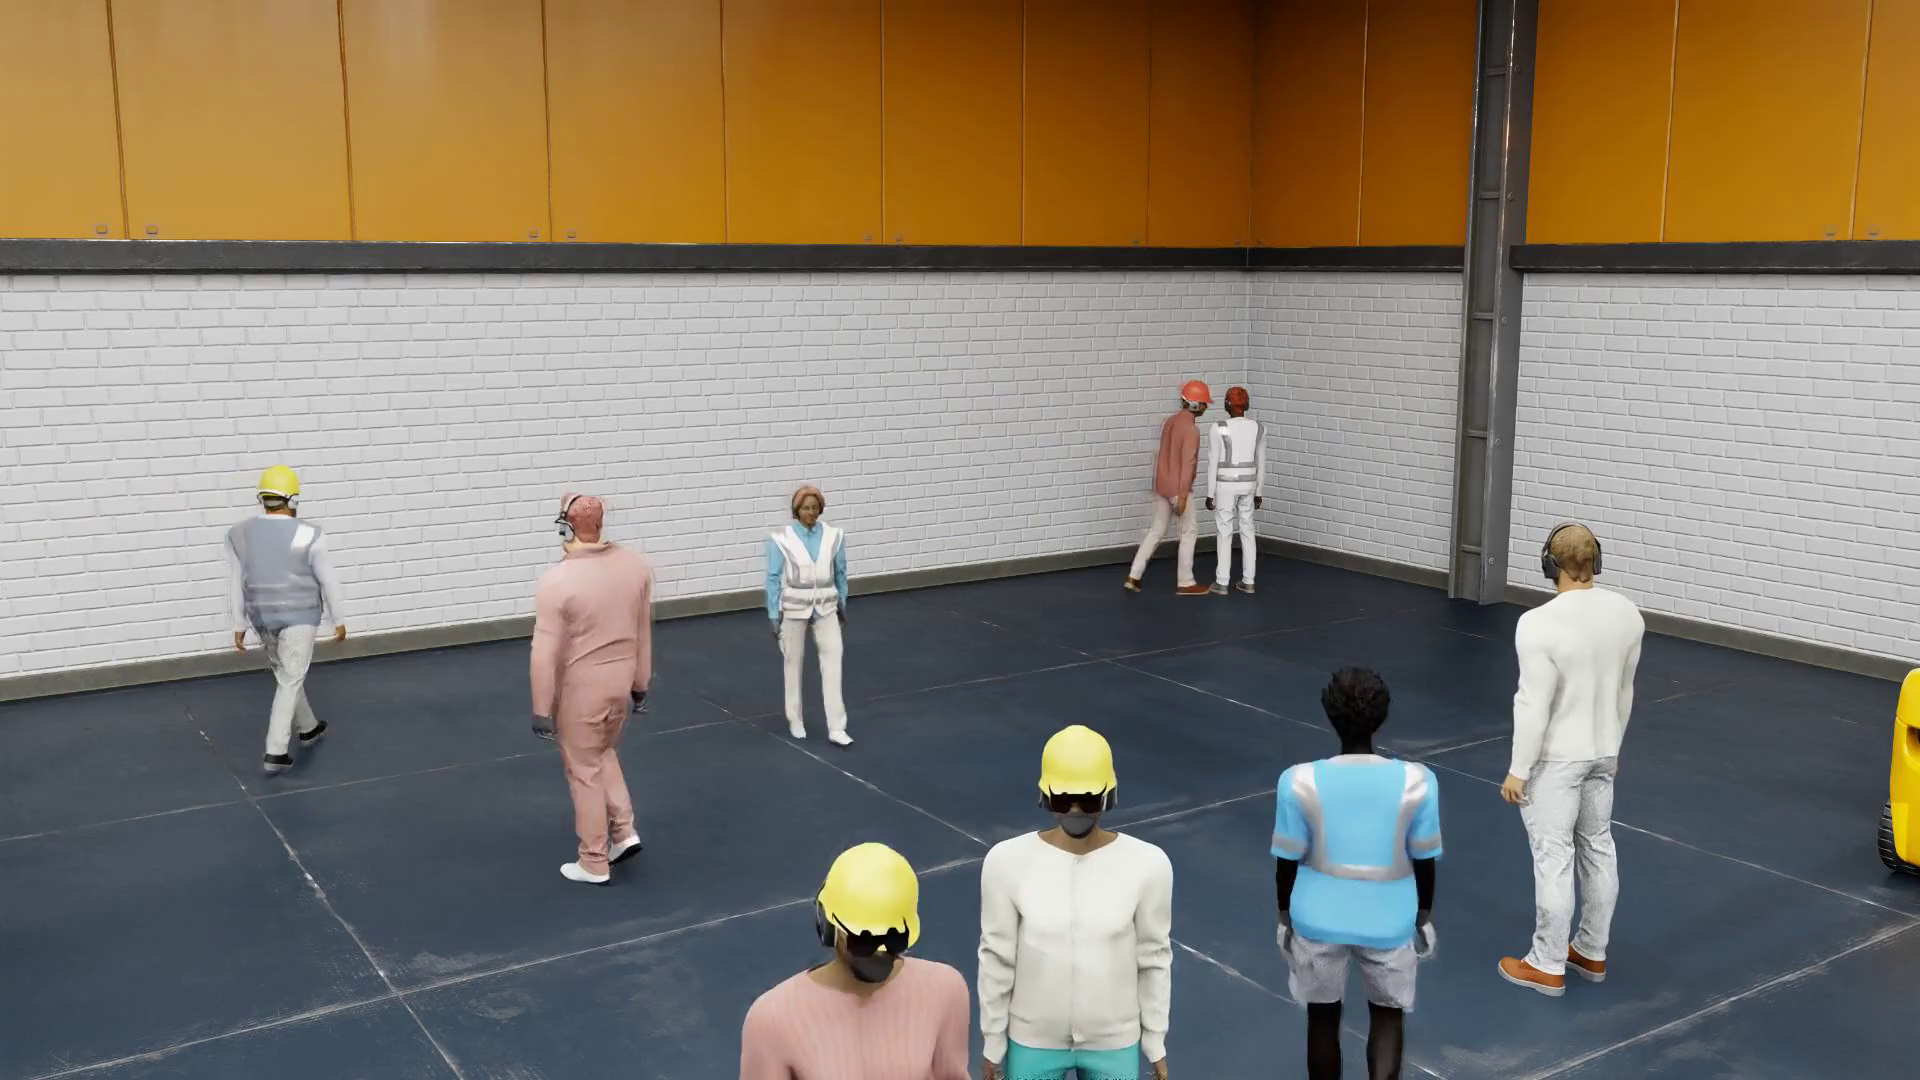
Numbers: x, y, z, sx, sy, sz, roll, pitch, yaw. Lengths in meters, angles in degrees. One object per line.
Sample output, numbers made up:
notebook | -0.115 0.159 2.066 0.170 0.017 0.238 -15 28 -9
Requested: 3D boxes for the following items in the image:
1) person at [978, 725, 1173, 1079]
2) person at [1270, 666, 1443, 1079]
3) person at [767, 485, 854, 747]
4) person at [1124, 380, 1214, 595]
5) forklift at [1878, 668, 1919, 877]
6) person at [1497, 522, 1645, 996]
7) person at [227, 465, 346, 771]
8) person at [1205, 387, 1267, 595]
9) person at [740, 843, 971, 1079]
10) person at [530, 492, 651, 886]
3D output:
person | 0.312 1.352 4.486 0.527 1.768 0.331 0 9 0
person | 1.268 1.244 5.360 0.547 1.683 0.512 1 10 9
person | -0.902 0.480 10.205 0.552 1.607 0.764 -4 10 -23
person | 1.861 -0.453 14.855 0.771 1.955 0.632 -3 10 -20
forklift | 5.511 0.571 7.906 2.313 2.155 1.214 -6 11 -33
person | 2.471 0.888 6.776 0.627 1.936 0.375 -5 11 -26
person | -4.000 0.446 9.908 0.613 1.783 0.946 1 9 4
person | 2.481 -0.442 14.974 0.572 1.879 0.348 -3 10 -19
person | -0.218 1.502 3.638 0.560 1.737 0.597 -3 10 -15
person | -1.781 0.714 7.929 0.432 1.894 0.670 6 11 34
